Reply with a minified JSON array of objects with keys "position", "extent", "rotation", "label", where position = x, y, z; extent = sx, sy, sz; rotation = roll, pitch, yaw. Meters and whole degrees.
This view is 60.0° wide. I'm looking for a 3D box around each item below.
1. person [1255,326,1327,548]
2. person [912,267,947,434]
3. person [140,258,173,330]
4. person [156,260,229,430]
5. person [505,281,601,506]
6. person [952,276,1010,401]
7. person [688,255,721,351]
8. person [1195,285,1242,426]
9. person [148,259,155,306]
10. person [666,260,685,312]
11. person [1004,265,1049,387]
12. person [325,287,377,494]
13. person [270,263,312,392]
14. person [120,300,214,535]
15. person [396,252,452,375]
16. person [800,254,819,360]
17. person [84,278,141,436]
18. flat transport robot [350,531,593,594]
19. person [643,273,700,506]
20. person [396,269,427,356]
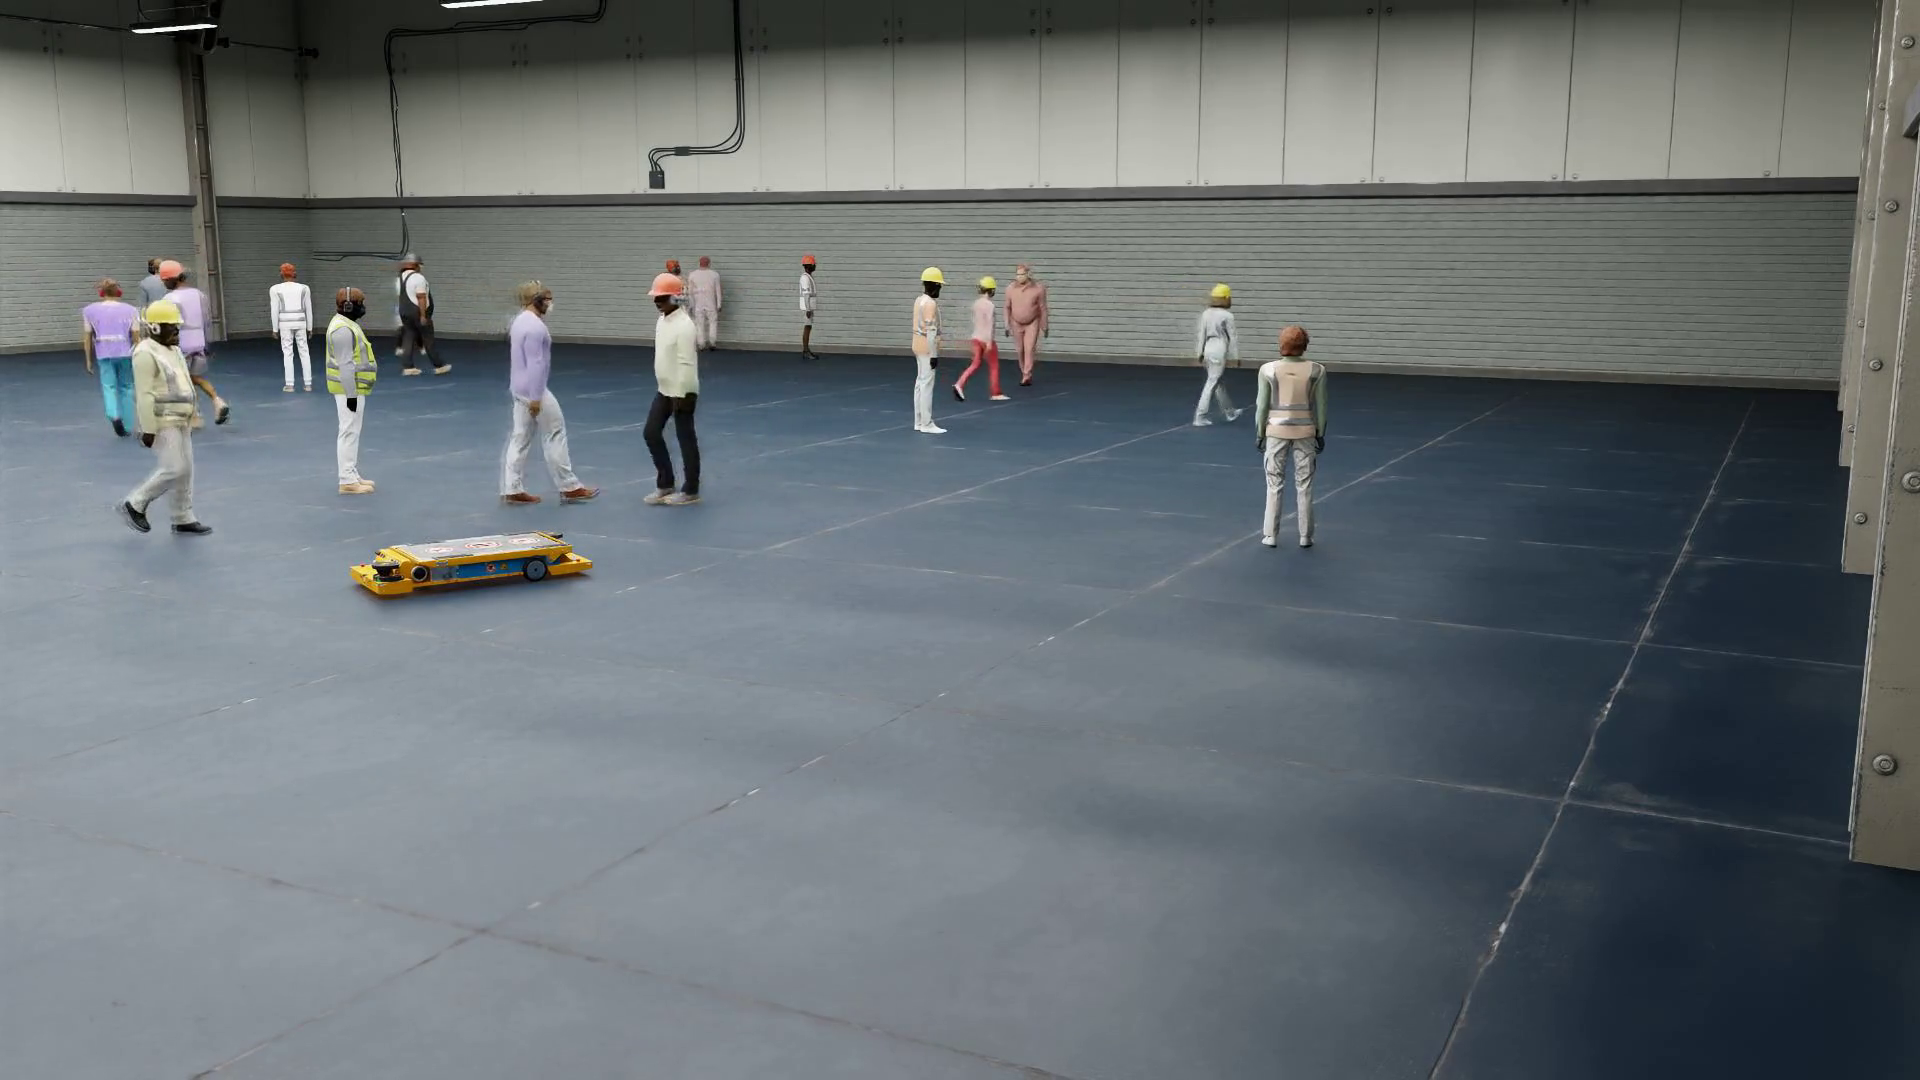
[{"position":[2.432,-0.751,12.238],"extent":[0.524,1.637,0.306],"rotation":[1,10,6],"label":"person"},{"position":[-0.363,-2.204,19.382],"extent":[0.383,1.923,0.589],"rotation":[-3,11,-14],"label":"person"},{"position":[-12.600,-3.486,26.335],"extent":[0.638,1.937,0.357],"rotation":[-1,10,-4],"label":"person"},{"position":[-9.015,-2.270,19.499],"extent":[0.609,2.013,0.655],"rotation":[4,11,19],"label":"person"},{"position":[-3.528,-1.250,14.231],"extent":[0.906,1.901,0.647],"rotation":[-5,12,-27],"label":"person"},{"position":[0.293,-2.775,22.995],"extent":[0.804,1.738,0.527],"rotation":[-6,12,-29],"label":"person"},{"position":[-5.065,-4.709,33.121],"extent":[0.651,1.917,0.404],"rotation":[1,10,3],"label":"person"},{"position":[3.183,-2.247,20.228],"extent":[0.906,1.689,0.509],"rotation":[-8,13,-36],"label":"person"},{"position":[-15.131,-4.368,31.404],"extent":[0.429,1.842,0.634],"rotation":[-6,12,-30],"label":"person"},{"position":[-4.752,-3.710,27.700],"extent":[0.349,1.884,0.584],"rotation":[-5,11,-25],"label":"person"},{"position":[1.034,-3.319,25.672],"extent":[0.693,1.857,0.967],"rotation":[3,11,18],"label":"person"},{"position":[-5.429,-1.332,14.876],"extent":[0.430,1.837,0.626],"rotation":[-3,11,-16],"label":"person"},{"position":[-9.842,-3.126,24.516],"extent":[0.575,1.883,0.356],"rotation":[-7,12,-33],"label":"person"},{"position":[-6.058,-0.912,12.637],"extent":[0.512,1.818,0.597],"rotation":[-1,10,-4],"label":"person"},{"position":[-8.888,-3.746,27.470],"extent":[0.705,2.000,0.807],"rotation":[7,13,35],"label":"person"},{"position":[-2.788,-4.305,30.787],"extent":[0.347,1.942,0.549],"rotation":[0,10,-2],"label":"person"},{"position":[-9.578,-2.049,18.849],"extent":[0.596,1.815,0.718],"rotation":[-5,12,-27],"label":"person"},{"position":[-3.262,0.137,11.128],"extent":[1.431,0.197,0.652],"rotation":[-7,13,-34],"label":"flat transport robot"},{"position":[-2.484,-1.254,14.051],"extent":[0.625,1.973,0.653],"rotation":[-7,13,-34],"label":"person"},{"position":[-10.511,-4.353,31.783],"extent":[0.549,1.664,0.714],"rotation":[8,13,39],"label":"person"}]
